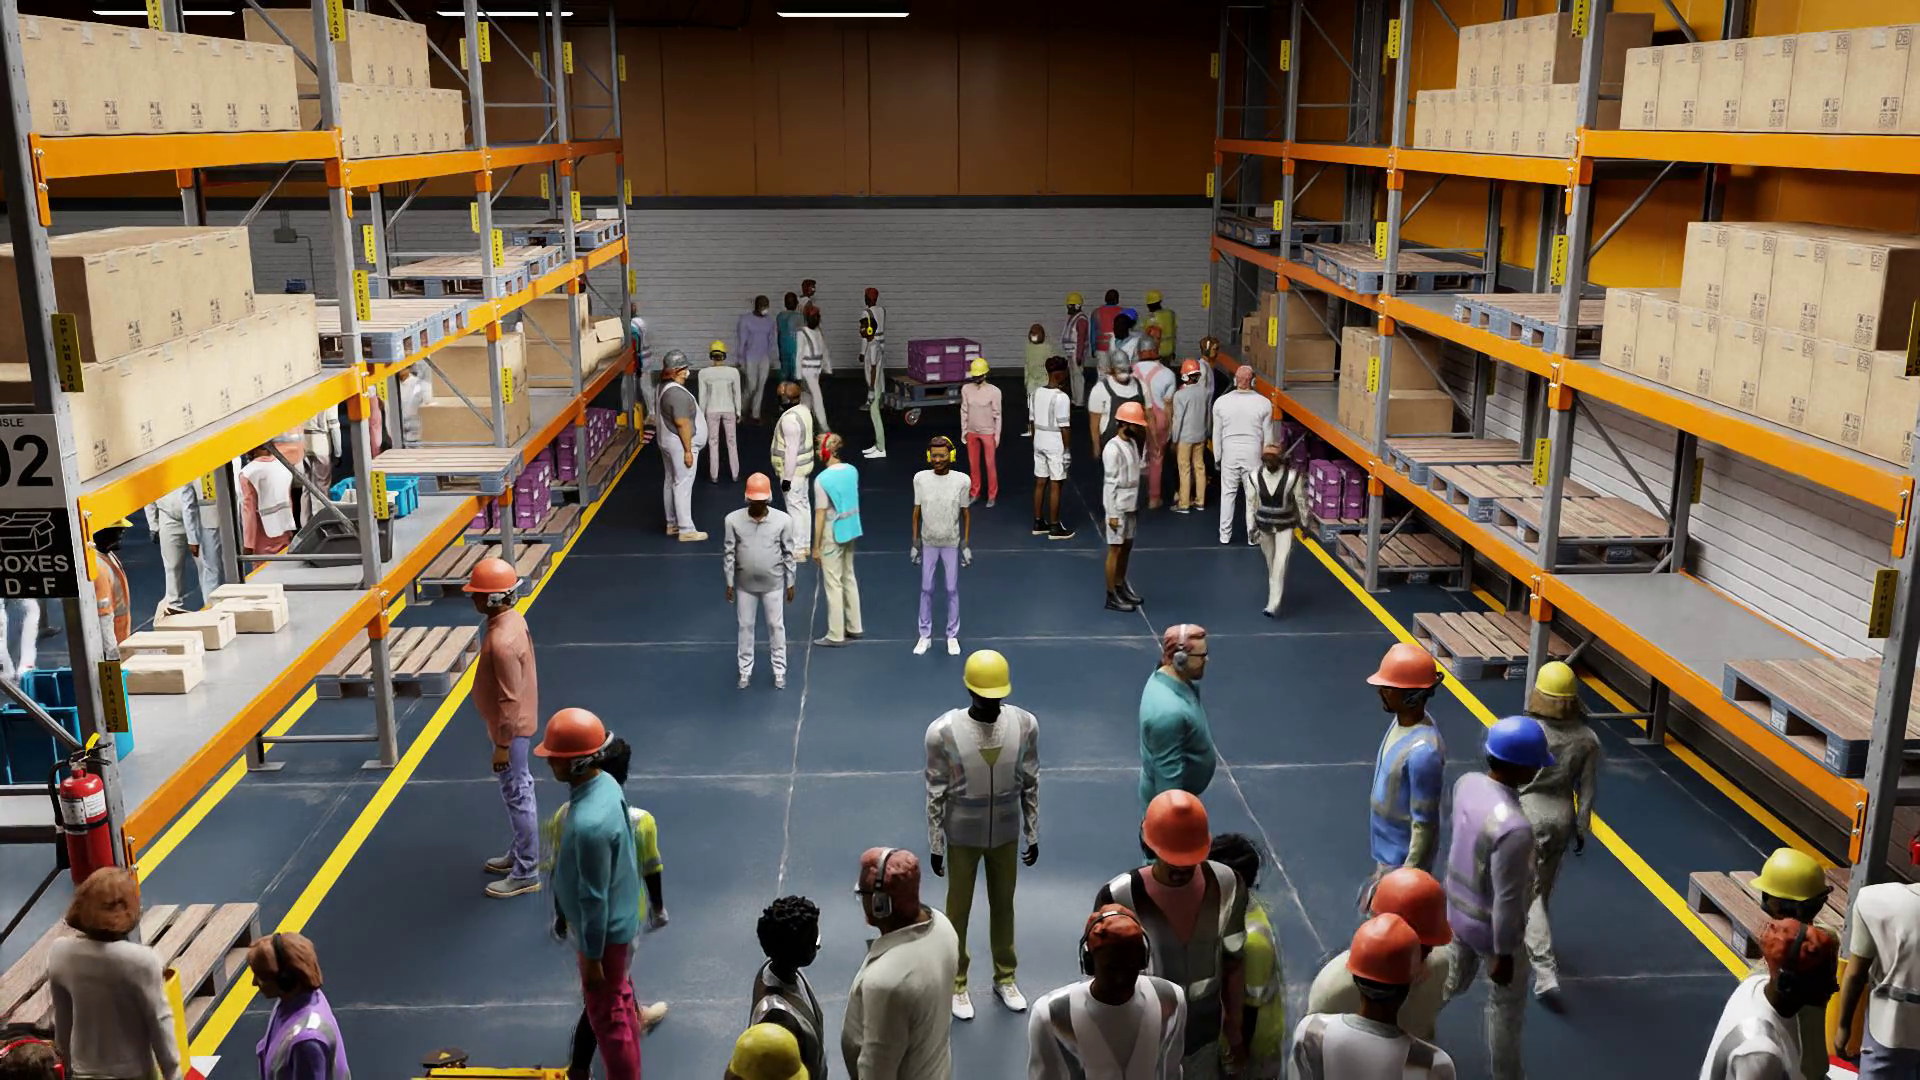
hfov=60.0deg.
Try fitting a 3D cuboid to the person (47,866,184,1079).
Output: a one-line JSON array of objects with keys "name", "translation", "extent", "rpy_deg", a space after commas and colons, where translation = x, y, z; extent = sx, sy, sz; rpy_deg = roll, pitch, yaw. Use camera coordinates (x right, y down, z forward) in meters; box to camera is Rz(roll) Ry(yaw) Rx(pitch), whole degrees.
[{"name": "person", "translation": [-3.281, 2.051, 6.512], "extent": [0.516, 1.611, 0.429], "rpy_deg": [3, 15, 13]}]

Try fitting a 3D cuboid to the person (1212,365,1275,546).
[{"name": "person", "translation": [2.966, -0.880, 17.435], "extent": [0.642, 1.913, 0.408], "rpy_deg": [4, 15, 17]}]

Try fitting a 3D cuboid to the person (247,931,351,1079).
[{"name": "person", "translation": [-2.345, 2.169, 6.027], "extent": [0.312, 1.632, 0.526], "rpy_deg": [-7, 16, -26]}]

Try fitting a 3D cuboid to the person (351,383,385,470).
[{"name": "person", "translation": [-7.559, -1.867, 21.169], "extent": [0.617, 1.984, 0.408], "rpy_deg": [4, 15, 16]}]

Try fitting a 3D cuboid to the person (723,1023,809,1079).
[{"name": "person", "translation": [-0.597, 2.310, 5.259], "extent": [0.321, 1.737, 0.485], "rpy_deg": [11, 18, 37]}]

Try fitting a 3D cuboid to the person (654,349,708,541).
[{"name": "person", "translation": [-2.952, -1.019, 17.721], "extent": [0.537, 2.000, 0.683], "rpy_deg": [-8, 16, -29]}]

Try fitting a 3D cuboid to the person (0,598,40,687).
[{"name": "person", "translation": [-7.523, 0.266, 13.064], "extent": [0.571, 1.844, 0.496], "rpy_deg": [0, 14, 2]}]

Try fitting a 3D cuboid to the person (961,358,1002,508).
[{"name": "person", "translation": [0.236, -1.224, 19.114], "extent": [0.516, 1.752, 0.374], "rpy_deg": [8, 16, 29]}]

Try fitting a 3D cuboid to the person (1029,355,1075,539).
[{"name": "person", "translation": [0.987, -0.996, 17.776], "extent": [0.364, 1.964, 0.612], "rpy_deg": [-10, 17, -33]}]

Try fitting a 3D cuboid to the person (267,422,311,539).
[{"name": "person", "translation": [-6.955, -0.847, 17.193], "extent": [0.361, 1.965, 0.612], "rpy_deg": [4, 15, 14]}]

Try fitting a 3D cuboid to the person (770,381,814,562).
[{"name": "person", "translation": [-1.698, -0.692, 16.838], "extent": [0.429, 1.840, 0.627], "rpy_deg": [2, 14, 9]}]

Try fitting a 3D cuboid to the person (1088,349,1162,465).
[{"name": "person", "translation": [1.785, -1.079, 17.953], "extent": [0.725, 2.000, 0.665], "rpy_deg": [-6, 16, -23]}]

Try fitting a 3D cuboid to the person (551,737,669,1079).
[{"name": "person", "translation": [-1.643, 1.729, 7.720], "extent": [0.522, 1.645, 0.895], "rpy_deg": [7, 16, 26]}]

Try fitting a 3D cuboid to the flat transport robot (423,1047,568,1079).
[{"name": "flat transport robot", "translation": [-2.138, 2.607, 7.013], "extent": [0.652, 0.197, 1.431], "rpy_deg": [0, 14, 2]}]

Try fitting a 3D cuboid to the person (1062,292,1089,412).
[{"name": "person", "translation": [1.763, -2.881, 25.459], "extent": [0.403, 1.826, 0.593], "rpy_deg": [-2, 14, -9]}]

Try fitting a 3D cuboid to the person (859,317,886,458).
[{"name": "person", "translation": [-1.159, -2.020, 22.026], "extent": [0.328, 1.860, 0.497], "rpy_deg": [-1, 14, -5]}]

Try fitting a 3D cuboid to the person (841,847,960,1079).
[{"name": "person", "translation": [-0.231, 2.020, 6.090], "extent": [0.401, 1.894, 0.654], "rpy_deg": [4, 15, 16]}]

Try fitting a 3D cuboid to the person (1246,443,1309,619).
[{"name": "person", "translation": [2.856, -0.104, 15.042], "extent": [0.546, 1.583, 0.932], "rpy_deg": [7, 16, 25]}]

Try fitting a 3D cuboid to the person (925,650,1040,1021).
[{"name": "person", "translation": [0.122, 1.452, 8.262], "extent": [0.585, 1.921, 0.396], "rpy_deg": [-4, 15, -16]}]

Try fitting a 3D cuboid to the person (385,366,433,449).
[{"name": "person", "translation": [-6.090, -1.160, 18.516], "extent": [0.690, 1.922, 0.434], "rpy_deg": [5, 15, 17]}]

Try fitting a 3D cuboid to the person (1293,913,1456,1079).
[{"name": "person", "translation": [1.355, 2.150, 5.511], "extent": [0.543, 1.929, 0.385], "rpy_deg": [10, 17, 34]}]

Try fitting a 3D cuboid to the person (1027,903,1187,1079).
[{"name": "person", "translation": [0.502, 2.119, 5.711], "extent": [0.582, 1.882, 0.338], "rpy_deg": [-4, 15, -16]}]

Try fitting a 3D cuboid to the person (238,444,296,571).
[{"name": "person", "translation": [-5.873, -0.047, 14.175], "extent": [0.399, 1.906, 0.603], "rpy_deg": [3, 15, 13]}]

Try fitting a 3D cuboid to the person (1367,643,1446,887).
[{"name": "person", "translation": [2.081, 1.475, 7.925], "extent": [0.373, 2.043, 0.614], "rpy_deg": [1, 14, 4]}]

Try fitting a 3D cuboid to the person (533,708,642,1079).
[{"name": "person", "translation": [-1.603, 1.675, 7.259], "extent": [0.410, 1.986, 0.618], "rpy_deg": [-2, 14, -9]}]

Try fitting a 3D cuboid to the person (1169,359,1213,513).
[{"name": "person", "translation": [2.608, -1.188, 18.955], "extent": [0.573, 1.749, 0.342], "rpy_deg": [-10, 17, -33]}]

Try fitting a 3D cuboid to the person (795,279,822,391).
[{"name": "person", "translation": [-2.534, -3.347, 27.261], "extent": [0.391, 1.838, 0.564], "rpy_deg": [-6, 15, -22]}]

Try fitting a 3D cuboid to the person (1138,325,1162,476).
[{"name": "person", "translation": [2.371, -1.760, 20.942], "extent": [0.346, 1.882, 0.578], "rpy_deg": [3, 15, 11]}]

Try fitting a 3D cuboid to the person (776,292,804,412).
[{"name": "person", "translation": [-2.571, -2.840, 25.289], "extent": [0.504, 1.838, 0.338], "rpy_deg": [9, 17, 32]}]

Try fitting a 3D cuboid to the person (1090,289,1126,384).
[{"name": "person", "translation": [2.333, -2.956, 25.719], "extent": [0.633, 1.841, 0.429], "rpy_deg": [4, 15, 14]}]
